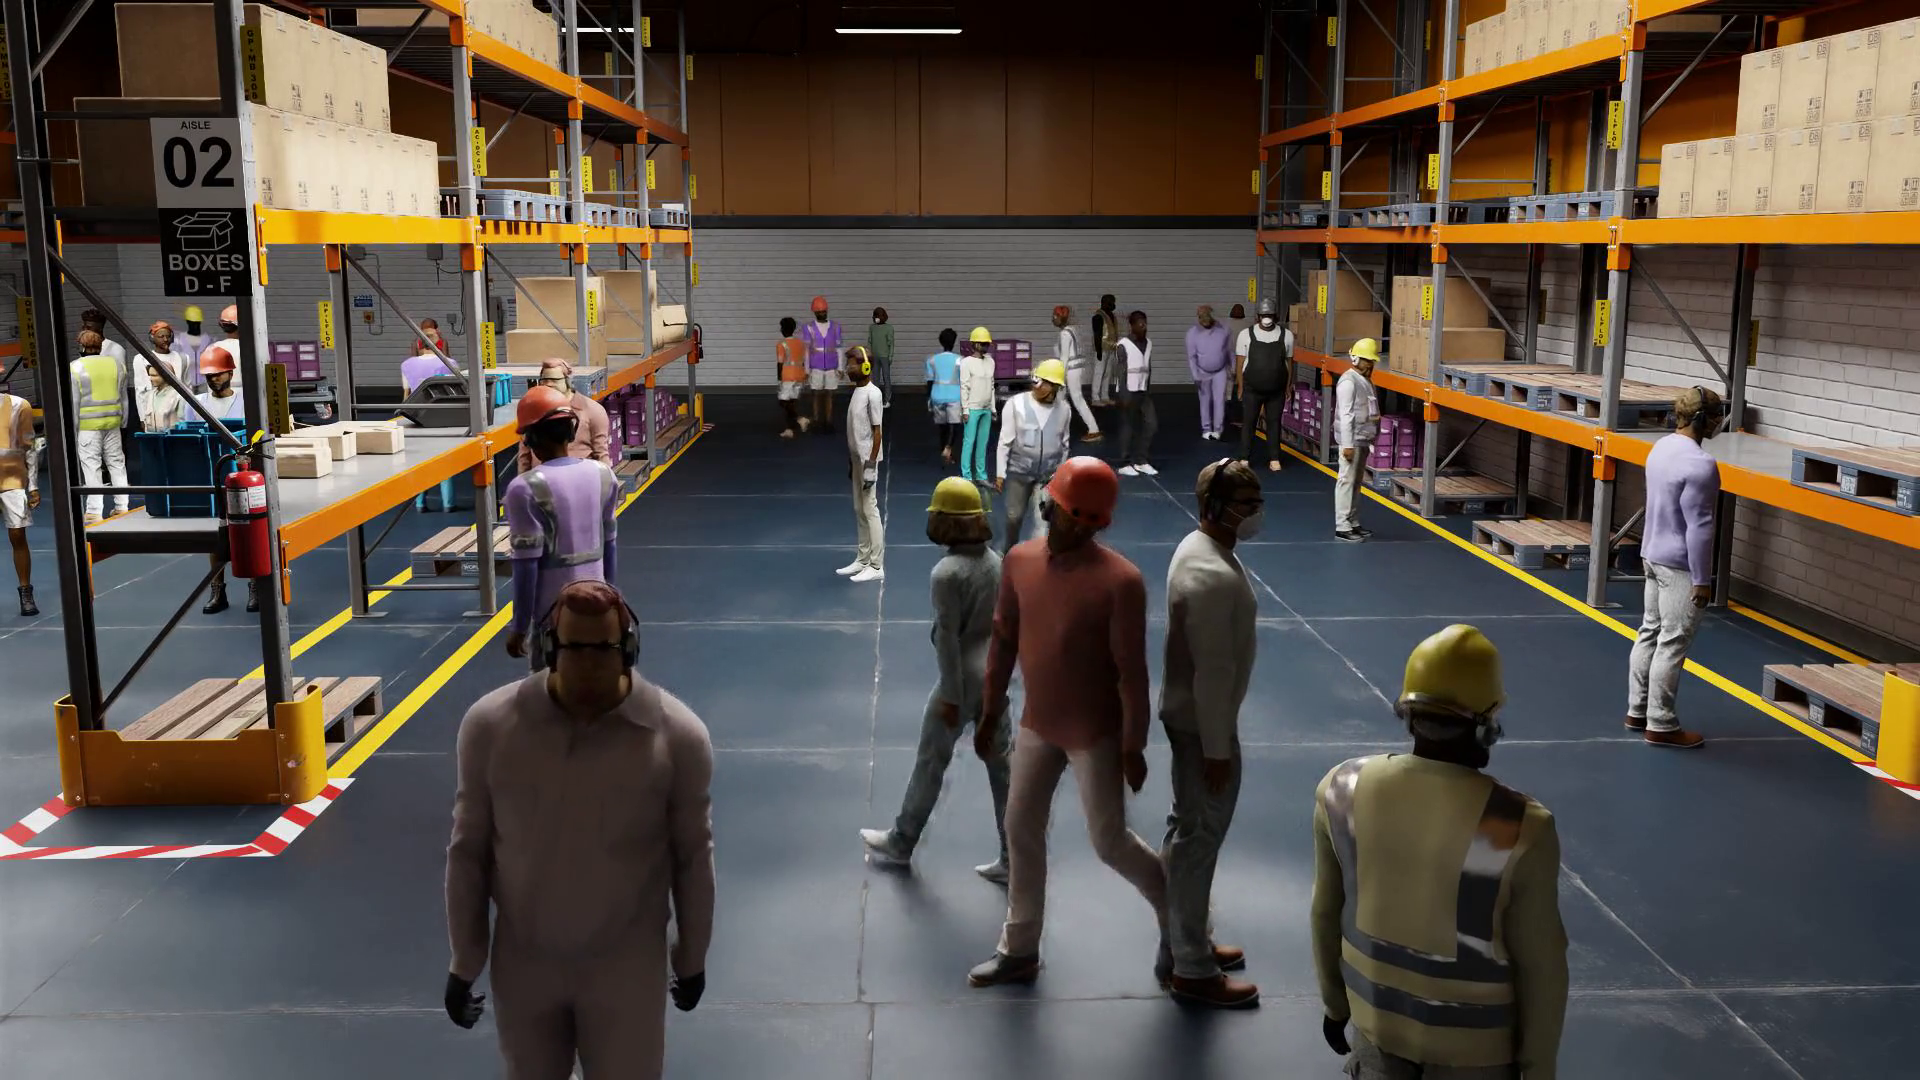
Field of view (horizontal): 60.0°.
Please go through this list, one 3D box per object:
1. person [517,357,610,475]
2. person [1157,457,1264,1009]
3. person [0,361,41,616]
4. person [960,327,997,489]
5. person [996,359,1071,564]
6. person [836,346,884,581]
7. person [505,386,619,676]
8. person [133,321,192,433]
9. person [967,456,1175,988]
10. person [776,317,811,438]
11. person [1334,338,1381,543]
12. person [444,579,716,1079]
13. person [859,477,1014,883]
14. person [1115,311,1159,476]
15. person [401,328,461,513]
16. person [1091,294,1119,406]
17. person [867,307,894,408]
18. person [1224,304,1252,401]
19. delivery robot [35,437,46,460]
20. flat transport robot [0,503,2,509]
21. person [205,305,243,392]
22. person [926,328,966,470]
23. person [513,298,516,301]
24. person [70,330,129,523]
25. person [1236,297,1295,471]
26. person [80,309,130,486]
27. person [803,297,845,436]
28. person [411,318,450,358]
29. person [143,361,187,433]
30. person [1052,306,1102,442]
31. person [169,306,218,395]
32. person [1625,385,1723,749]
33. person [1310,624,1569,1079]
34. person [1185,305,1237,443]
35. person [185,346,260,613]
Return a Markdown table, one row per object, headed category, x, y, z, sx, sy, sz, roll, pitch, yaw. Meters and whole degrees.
| category | x | y | z | sx | sy | sz | roll | pitch | yaw |
| --- | --- | --- | --- | --- | --- | --- | --- | --- | --- |
| person | -2.733 | -0.307 | 11.477 | 0.647 | 1.900 | 0.395 | 1 | 10 | 5 |
| person | 0.888 | 0.667 | 5.923 | 0.376 | 1.937 | 0.629 | 1 | 10 | 4 |
| person | -6.867 | -0.397 | 11.847 | 0.552 | 1.935 | 0.364 | -5 | 12 | -28 |
| person | 0.211 | -1.415 | 18.002 | 0.318 | 1.768 | 0.532 | 9 | 14 | 41 |
| person | 0.557 | -0.547 | 13.129 | 0.640 | 1.780 | 0.840 | -2 | 10 | -10 |
| person | -0.784 | -0.608 | 13.217 | 0.328 | 1.870 | 0.510 | -4 | 11 | -23 |
| person | -1.842 | 0.309 | 7.652 | 0.396 | 2.033 | 0.605 | 7 | 12 | 35 |
| person | -8.000 | -1.256 | 16.785 | 0.356 | 1.882 | 0.574 | 8 | 13 | 39 |
| person | 0.432 | 0.649 | 5.996 | 0.720 | 1.965 | 0.714 | -9 | 14 | -41 |
| person | -2.254 | -2.192 | 22.607 | 0.577 | 1.672 | 0.537 | 7 | 12 | 35 |
| person | 3.578 | -0.899 | 14.969 | 0.404 | 1.822 | 0.591 | 6 | 12 | 30 |
| person | -0.940 | 1.007 | 4.191 | 0.650 | 1.878 | 0.866 | 0 | 10 | 0 |
| person | -0.040 | 0.582 | 7.019 | 0.854 | 1.700 | 0.503 | 7 | 12 | 35 |
| person | 2.057 | -1.666 | 19.029 | 0.596 | 1.897 | 0.616 | 10 | 14 | 44 |
| person | -5.209 | -1.169 | 16.446 | 0.567 | 1.837 | 0.387 | -1 | 10 | -3 |
| person | 2.384 | -3.106 | 27.251 | 0.431 | 1.835 | 0.629 | 7 | 12 | 33 |
| person | -1.292 | -2.952 | 26.927 | 0.499 | 1.633 | 0.283 | 6 | 12 | 31 |
| person | 4.681 | -3.165 | 28.112 | 0.508 | 1.632 | 0.273 | 1 | 10 | 5 |
| delivery robot | -10.901 | -1.053 | 19.092 | 0.707 | 0.478 | 0.477 | -2 | 10 | -13 |
| flat transport robot | -9.974 | -0.484 | 16.973 | 0.652 | 0.197 | 1.431 | -6 | 12 | -31 |
| person | -7.268 | -1.340 | 16.800 | 0.605 | 2.045 | 0.385 | 2 | 10 | 8 |
| person | -0.156 | -1.652 | 19.568 | 0.538 | 1.676 | 0.726 | 3 | 11 | 17 |
| person | -6.322 | -2.673 | 24.368 | 0.381 | 1.994 | 0.617 | -6 | 12 | -29 |
| person | -8.284 | -1.086 | 15.951 | 0.429 | 1.842 | 0.637 | 6 | 12 | 29 |
| person | 3.578 | -1.818 | 19.474 | 0.684 | 2.000 | 0.536 | 1 | 10 | 4 |
| person | -9.295 | -1.522 | 18.031 | 0.602 | 1.967 | 0.367 | 4 | 11 | 21 |
| person | -1.891 | -2.397 | 23.078 | 0.568 | 1.913 | 0.415 | -2 | 10 | -11 |
| person | -7.239 | -2.212 | 22.790 | 0.523 | 1.638 | 0.311 | -1 | 10 | -7 |
| person | -7.023 | -0.774 | 14.779 | 0.523 | 1.638 | 0.311 | 4 | 11 | 23 |
| person | 1.480 | -2.212 | 22.282 | 0.922 | 1.841 | 0.580 | 0 | 10 | -3 |
| person | -9.713 | -2.031 | 21.117 | 0.589 | 1.882 | 0.980 | -6 | 12 | -31 |
| person | 3.824 | 0.142 | 8.861 | 0.358 | 1.931 | 0.628 | 0 | 10 | 1 |
| person | 1.100 | 1.096 | 3.825 | 0.600 | 1.829 | 0.404 | 9 | 14 | 41 |
| person | 3.360 | -2.214 | 22.248 | 0.701 | 1.844 | 0.856 | 1 | 10 | 5 |
| person | -5.293 | -0.429 | 12.023 | 0.553 | 1.935 | 0.364 | -2 | 10 | -11 |
